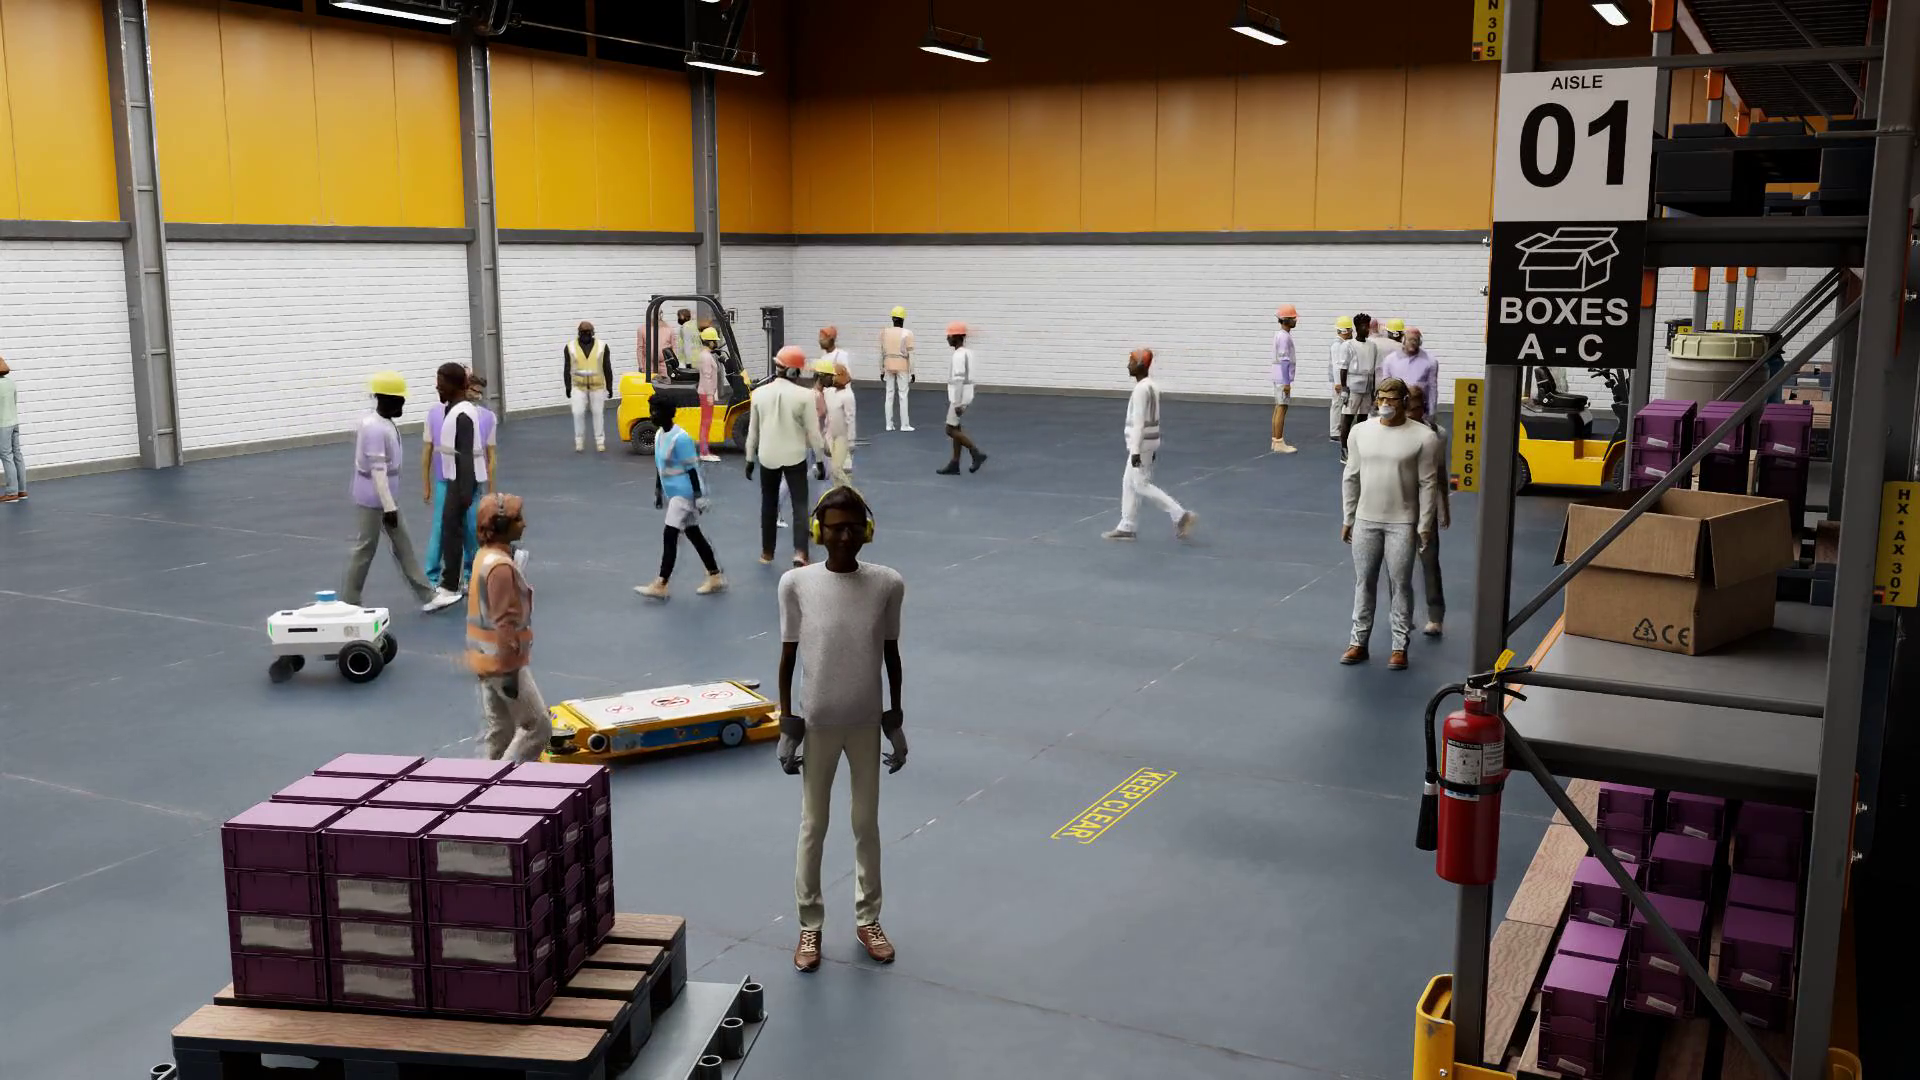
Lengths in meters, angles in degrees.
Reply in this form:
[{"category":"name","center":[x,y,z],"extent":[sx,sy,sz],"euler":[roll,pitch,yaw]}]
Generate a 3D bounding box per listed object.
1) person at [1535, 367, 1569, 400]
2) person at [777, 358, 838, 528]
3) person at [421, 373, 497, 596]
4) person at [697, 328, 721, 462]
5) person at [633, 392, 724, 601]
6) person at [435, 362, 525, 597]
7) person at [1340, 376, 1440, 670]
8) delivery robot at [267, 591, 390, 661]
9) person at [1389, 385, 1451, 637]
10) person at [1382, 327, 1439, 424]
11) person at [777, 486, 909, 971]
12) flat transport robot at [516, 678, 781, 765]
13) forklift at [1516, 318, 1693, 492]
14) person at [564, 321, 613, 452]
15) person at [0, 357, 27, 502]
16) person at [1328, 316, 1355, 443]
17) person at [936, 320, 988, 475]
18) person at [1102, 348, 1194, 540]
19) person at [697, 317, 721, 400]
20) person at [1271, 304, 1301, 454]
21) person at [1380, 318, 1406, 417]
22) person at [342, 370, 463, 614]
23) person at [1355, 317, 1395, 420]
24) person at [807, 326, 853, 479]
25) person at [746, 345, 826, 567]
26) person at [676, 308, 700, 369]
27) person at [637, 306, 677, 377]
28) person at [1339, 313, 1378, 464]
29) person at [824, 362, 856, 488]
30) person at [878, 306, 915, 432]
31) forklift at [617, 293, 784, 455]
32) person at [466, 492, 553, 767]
[{"category":"person","center":[8.239,-2.031,23.128],"extent":[0.879,1.591,0.509],"euler":[-1,10,-3]},{"category":"person","center":[-1.548,-0.977,16.747],"extent":[0.842,1.700,0.553],"euler":[1,10,8]},{"category":"person","center":[-4.029,-0.444,13.372],"extent":[0.622,1.801,0.434],"euler":[-5,11,-26]},{"category":"person","center":[-3.306,-1.920,21.986],"extent":[0.326,1.767,0.533],"euler":[-2,10,-10]},{"category":"person","center":[-2.250,-0.351,13.190],"extent":[0.853,1.643,0.554],"euler":[-5,11,-26]},{"category":"person","center":[-3.923,-0.477,13.267],"extent":[0.769,1.896,0.597],"euler":[-4,11,-22]},{"category":"person","center":[2.830,-0.113,11.021],"extent":[0.627,1.941,0.371],"euler":[6,11,30]},{"category":"delivery robot","center":[-4.090,0.573,10.783],"extent":[0.707,0.478,0.477],"euler":[-1,10,-7]},{"category":"person","center":[3.282,-0.202,11.941],"extent":[0.578,1.800,0.763],"euler":[0,10,2]},{"category":"person","center":[5.250,-1.535,19.403],"extent":[0.674,1.902,0.407],"euler":[3,10,16]},{"category":"person","center":[-0.452,0.717,6.407],"extent":[0.513,1.876,0.328],"euler":[-2,10,-14]},{"category":"flat transport robot","center":[-1.697,1.012,9.335],"extent":[1.431,0.197,0.652],"euler":[-6,11,-30]},{"category":"forklift","center":[7.066,-1.601,18.899],"extent":[2.313,2.155,1.214],"euler":[5,11,27]},{"category":"person","center":[-5.129,-2.115,22.977],"extent":[0.658,1.822,0.433],"euler":[-3,10,-14]},{"category":"person","center":[-10.575,-1.233,18.393],"extent":[0.282,1.633,0.498],"euler":[0,10,-2]},{"category":"person","center":[5.563,-2.332,24.180],"extent":[0.404,1.829,0.602],"euler":[4,11,23]},{"category":"person","center":[0.011,-1.742,20.487],"extent":[0.560,1.926,0.567],"euler":[2,10,11]},{"category":"person","center":[1.792,-0.888,15.755],"extent":[0.815,1.860,0.583],"euler":[2,10,11]},{"category":"person","center":[-4.408,-3.055,28.938],"extent":[0.498,1.633,0.286],"euler":[-1,10,-4]},{"category":"person","center":[4.471,-2.213,22.868],"extent":[0.370,2.048,0.607],"euler":[1,10,4]},{"category":"person","center":[6.088,-2.190,23.358],"extent":[0.404,1.833,0.590],"euler":[-2,10,-10]},{"category":"person","center":[-4.242,-0.328,12.439],"extent":[0.889,1.878,0.605],"euler":[0,10,-3]},{"category":"person","center":[5.624,-2.070,22.538],"extent":[0.668,1.879,0.663],"euler":[-5,11,-26]},{"category":"person","center":[-1.653,-1.653,20.186],"extent":[0.876,1.849,0.619],"euler":[-5,11,-29]},{"category":"person","center":[-1.530,-0.702,14.395],"extent":[0.693,1.959,0.865],"euler":[1,10,7]},{"category":"person","center":[-4.647,-2.983,28.003],"extent":[0.563,1.818,0.648],"euler":[0,10,0]},{"category":"person","center":[-4.886,-2.832,26.868],"extent":[0.642,1.905,0.399],"euler":[-2,10,-12]},{"category":"person","center":[5.206,-1.971,21.706],"extent":[0.607,1.965,0.367],"euler":[-5,11,-29]},{"category":"person","center":[-1.266,-1.020,17.185],"extent":[0.341,1.628,0.521],"euler":[-5,11,-27]},{"category":"person","center":[-0.958,-2.625,25.601],"extent":[0.593,1.924,0.380],"euler":[4,10,21]},{"category":"forklift","center":[-3.588,-2.317,23.042],"extent":[2.313,2.155,1.214],"euler":[-1,10,-5]},{"category":"person","center":[-2.134,0.584,7.862],"extent":[0.370,1.625,0.536],"euler":[-4,11,-23]}]
